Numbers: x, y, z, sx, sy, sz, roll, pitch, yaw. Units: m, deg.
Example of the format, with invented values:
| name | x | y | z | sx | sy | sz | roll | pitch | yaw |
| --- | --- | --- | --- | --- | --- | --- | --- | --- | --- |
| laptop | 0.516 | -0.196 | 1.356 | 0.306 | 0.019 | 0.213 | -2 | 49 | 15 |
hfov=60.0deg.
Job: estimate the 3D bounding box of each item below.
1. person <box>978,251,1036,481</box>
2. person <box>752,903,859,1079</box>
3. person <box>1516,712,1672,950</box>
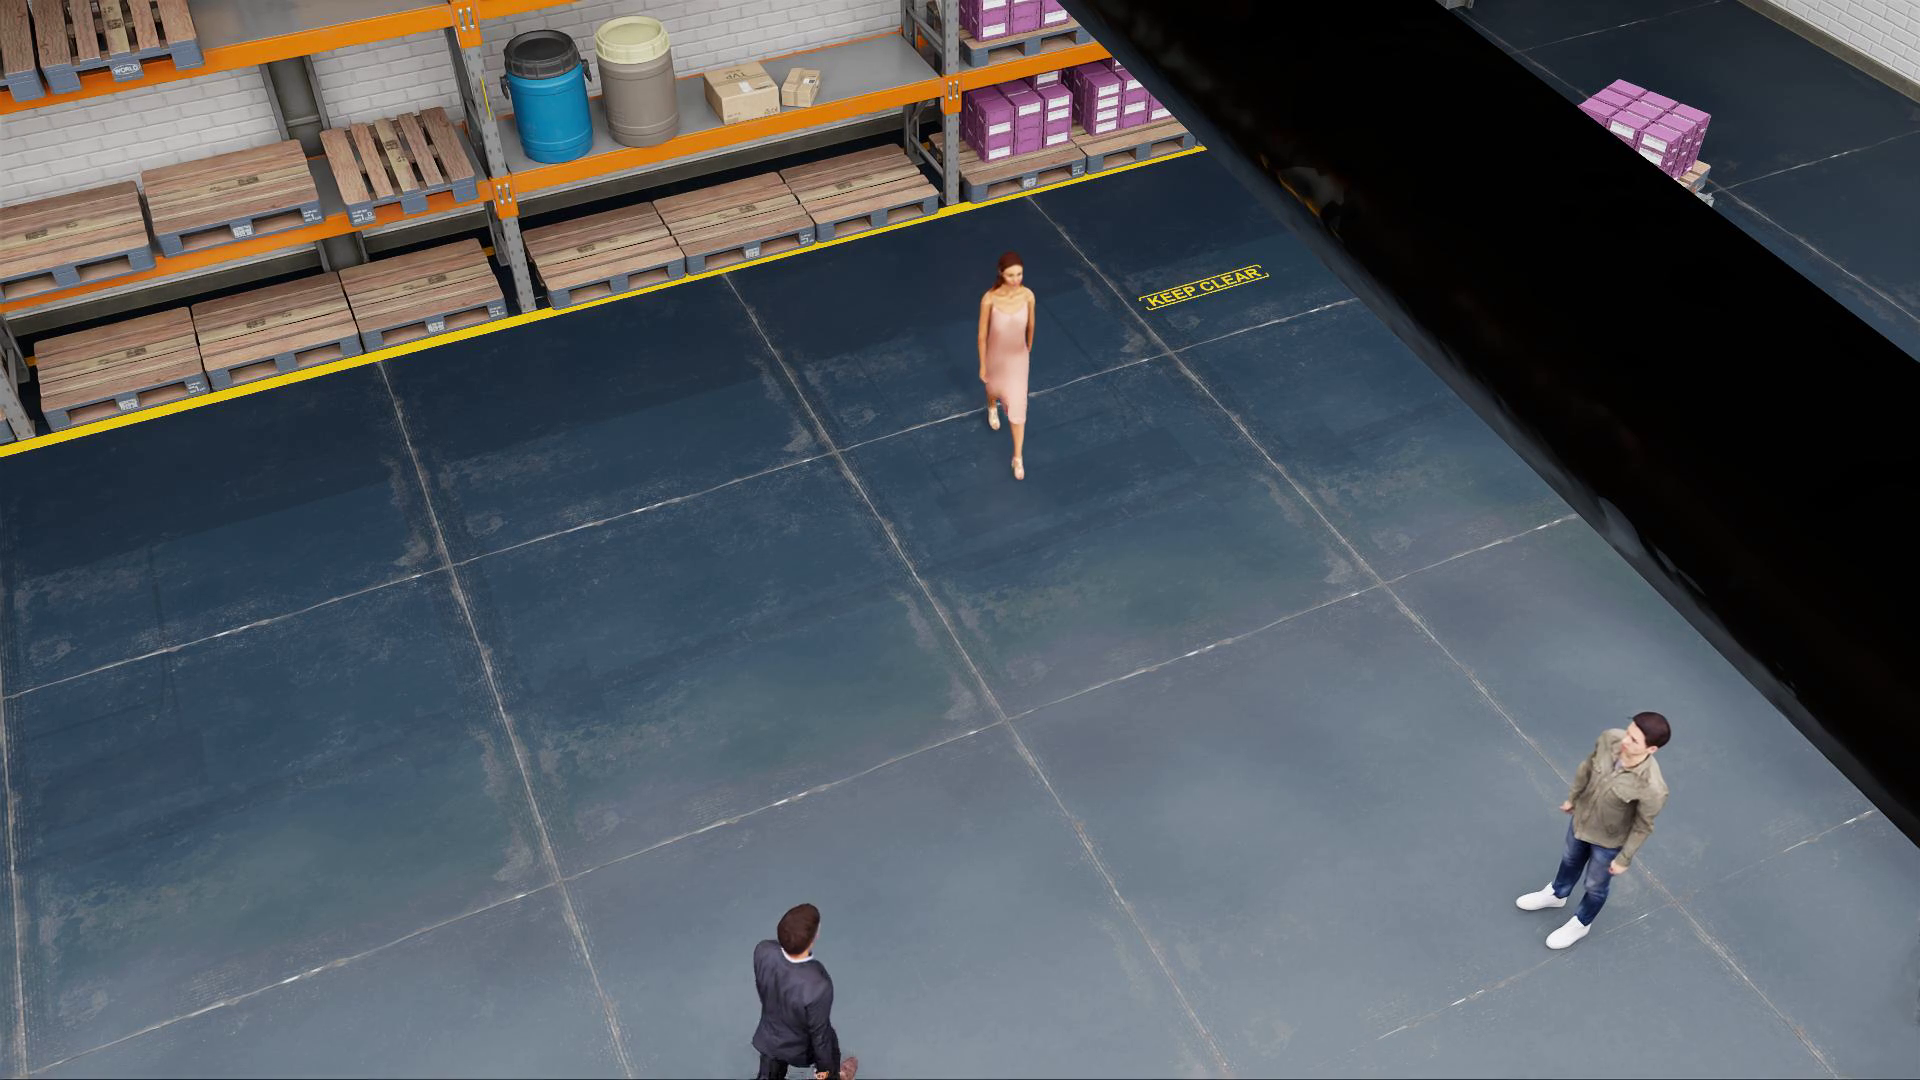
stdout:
| name | x | y | z | sx | sy | sz | roll | pitch | yaw |
| --- | --- | --- | --- | --- | --- | --- | --- | --- | --- |
| person | 0.304 | -1.408 | 12.387 | 1.112 | 1.787 | 0.889 | -5 | 44 | -5 |
| person | -0.867 | 2.501 | 8.249 | 1.079 | 1.835 | 1.264 | 23 | 48 | 23 |
| person | 3.575 | 1.581 | 9.194 | 0.635 | 1.864 | 0.730 | -12 | 45 | -12 |
